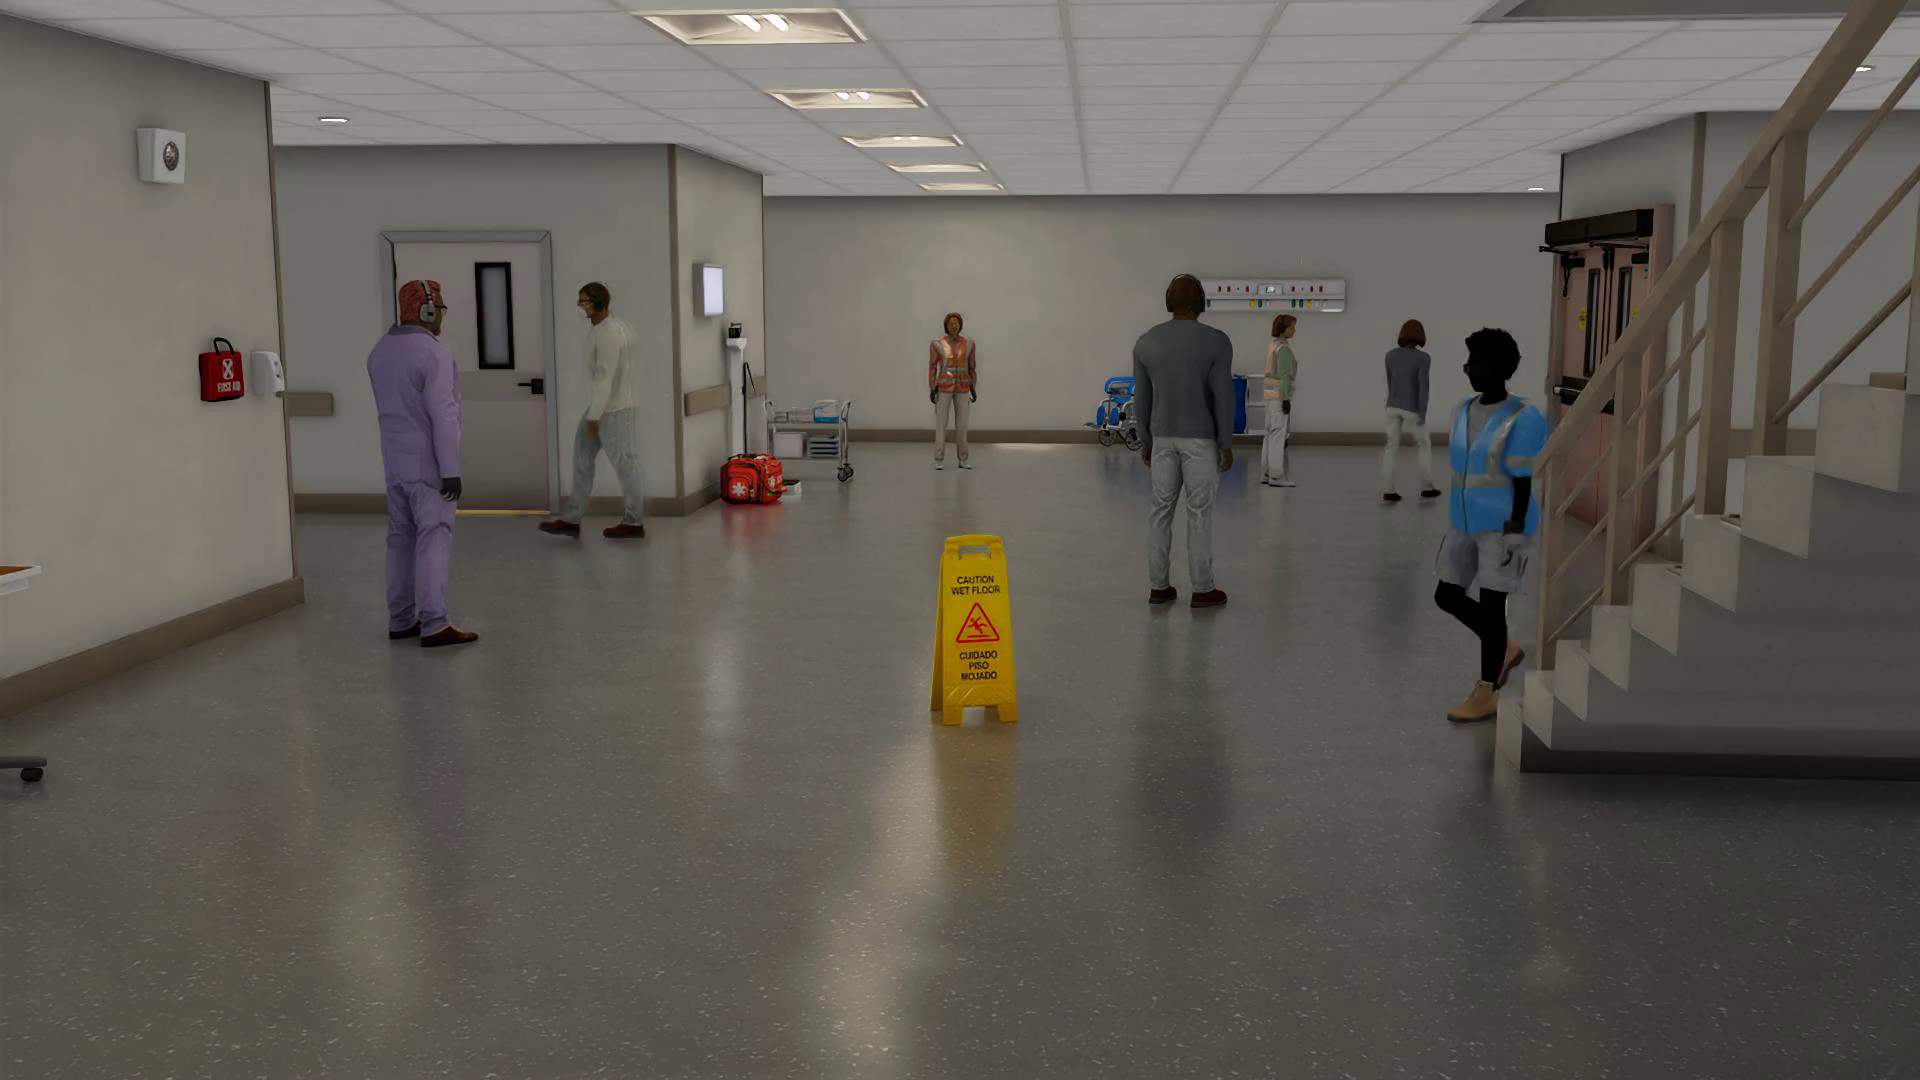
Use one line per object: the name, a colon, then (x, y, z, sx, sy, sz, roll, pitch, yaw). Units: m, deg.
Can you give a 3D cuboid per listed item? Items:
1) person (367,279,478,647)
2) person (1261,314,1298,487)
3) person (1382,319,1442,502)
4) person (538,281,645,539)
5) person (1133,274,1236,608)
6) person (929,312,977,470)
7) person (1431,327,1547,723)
person: (-2.787, -0.399, 8.667, 0.648, 1.899, 0.399, 7, 11, 40)
person: (3.044, -1.326, 15.848, 0.314, 1.636, 0.517, 0, 8, -2)
person: (4.008, -1.144, 14.724, 0.723, 1.604, 0.496, -7, 11, -41)
person: (-2.753, -0.936, 12.265, 0.885, 1.905, 0.662, -3, 9, -22)
person: (1.309, -0.571, 9.695, 0.632, 1.940, 0.372, 5, 10, 31)
person: (-0.075, -1.549, 17.348, 0.522, 1.640, 0.306, -2, 9, -15)
person: (2.292, -0.065, 7.100, 0.444, 1.684, 0.534, -4, 9, -27)
